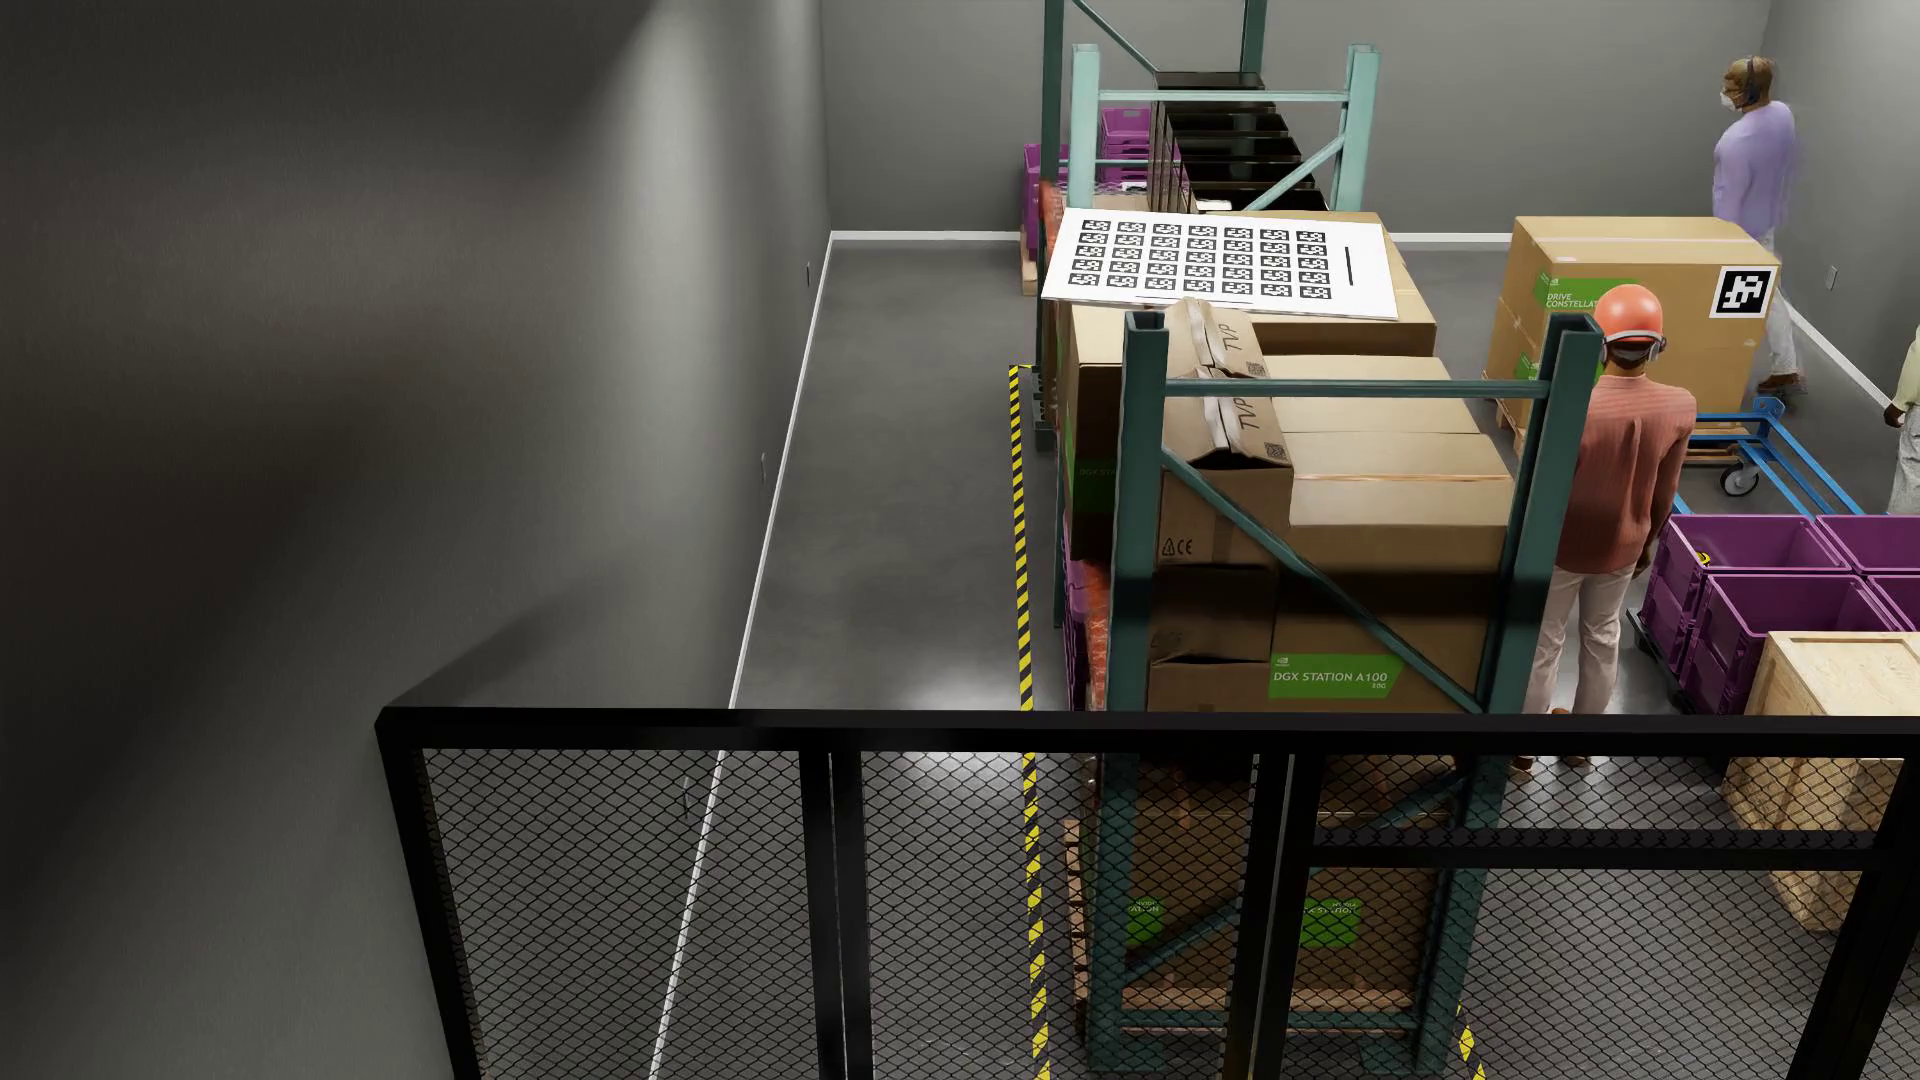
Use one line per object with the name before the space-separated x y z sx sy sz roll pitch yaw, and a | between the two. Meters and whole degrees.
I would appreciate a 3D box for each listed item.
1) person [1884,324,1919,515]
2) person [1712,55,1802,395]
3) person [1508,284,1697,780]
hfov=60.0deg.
person | 4.449 -0.652 7.399 0.600 1.830 0.404 2 31 3
person | 4.322 -1.693 9.089 0.734 1.881 0.998 -22 38 -32
person | 2.309 0.007 6.158 0.622 1.985 0.388 -7 32 -12
